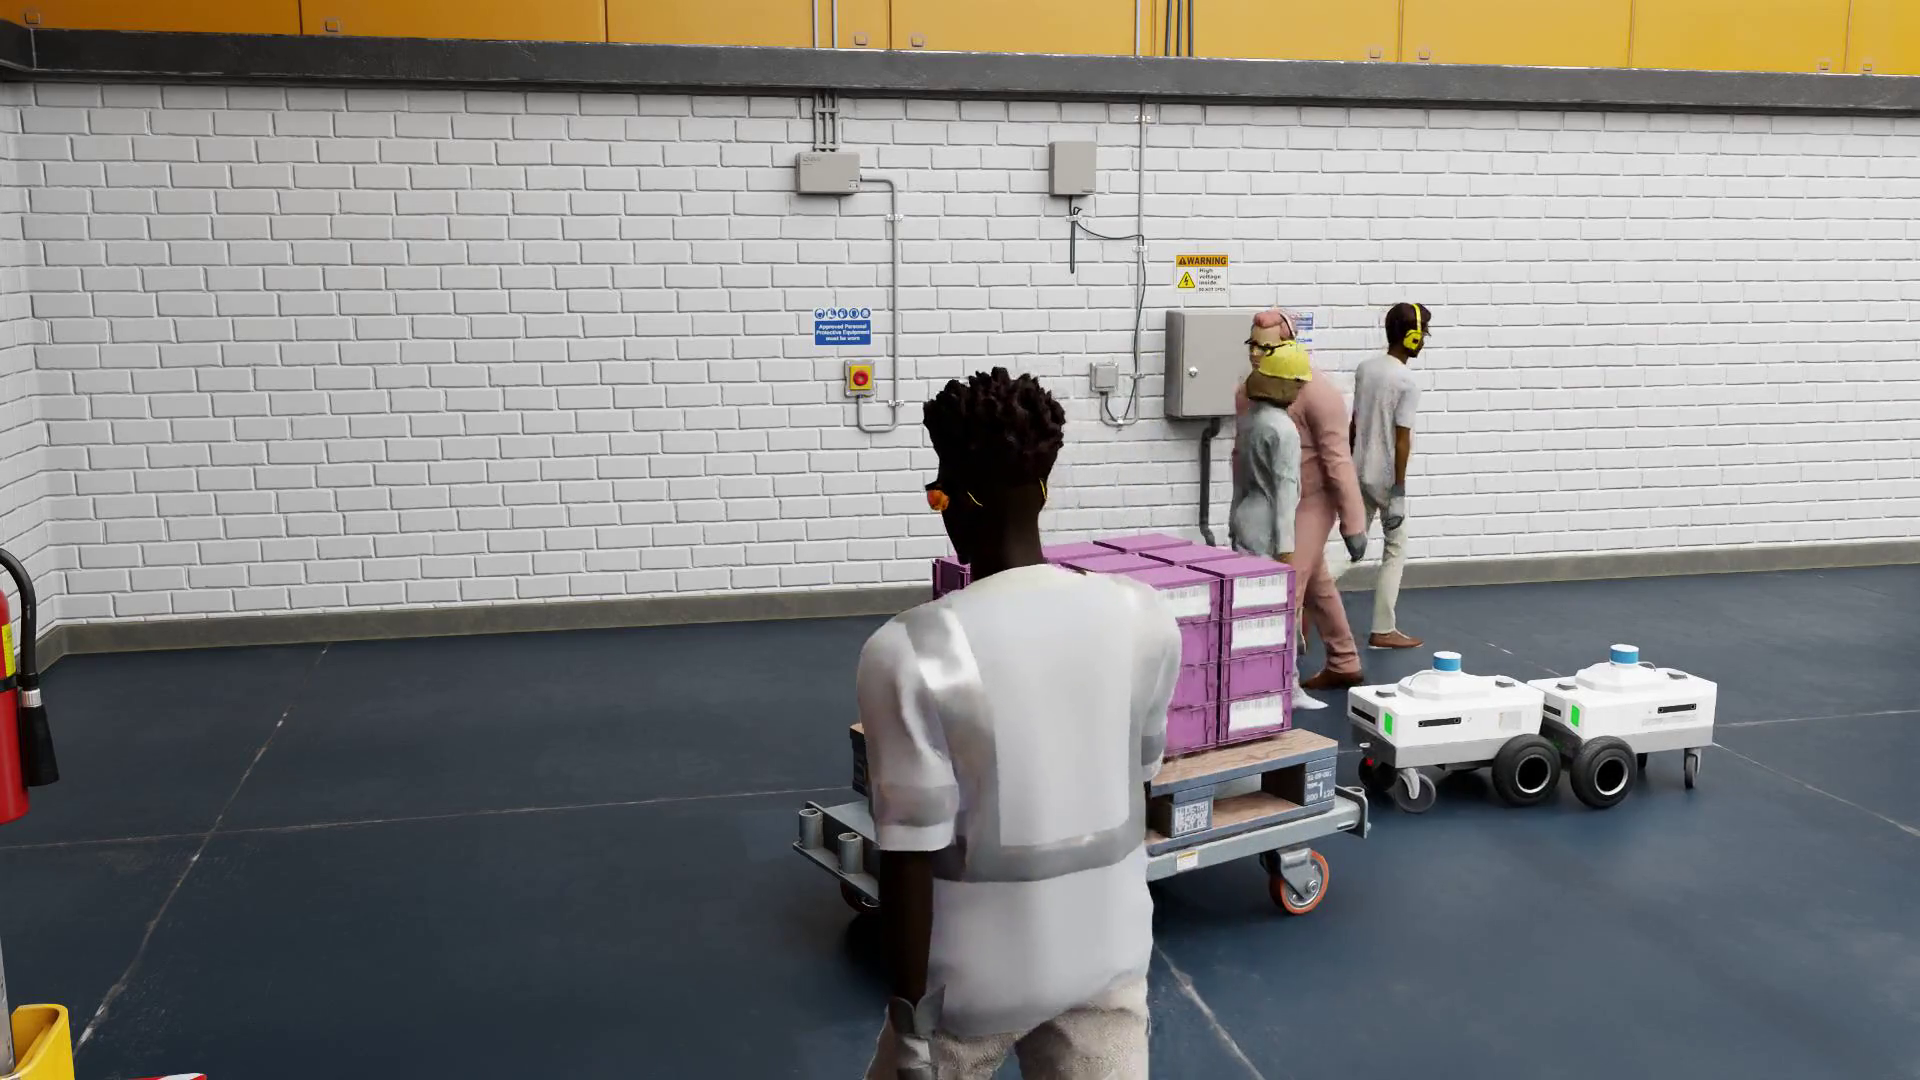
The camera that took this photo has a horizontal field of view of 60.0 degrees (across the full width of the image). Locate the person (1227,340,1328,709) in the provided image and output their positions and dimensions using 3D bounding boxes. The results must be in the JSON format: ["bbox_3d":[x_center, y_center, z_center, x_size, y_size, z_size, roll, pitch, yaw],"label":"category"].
[{"bbox_3d":[1.272,-0.030,7.344,0.810,1.715,0.488,-2,10,-9],"label":"person"}]

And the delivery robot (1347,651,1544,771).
[{"bbox_3d":[1.853,0.671,6.369,0.707,0.478,0.477,-3,11,-15],"label":"delivery robot"}]

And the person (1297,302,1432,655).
[{"bbox_3d":[2.048,-0.294,8.461,0.808,1.829,0.557,-4,11,-22],"label":"person"}]

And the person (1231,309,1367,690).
[{"bbox_3d":[1.479,-0.118,7.499,1.064,1.831,0.708,-5,11,-24],"label":"person"}]

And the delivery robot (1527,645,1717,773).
[{"bbox_3d":[2.575,0.652,6.479,0.707,0.478,0.477,-3,11,-18],"label":"delivery robot"}]

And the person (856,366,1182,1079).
[{"bbox_3d":[0.054,0.665,2.880,0.610,1.918,0.980,-5,11,-26],"label":"person"}]
